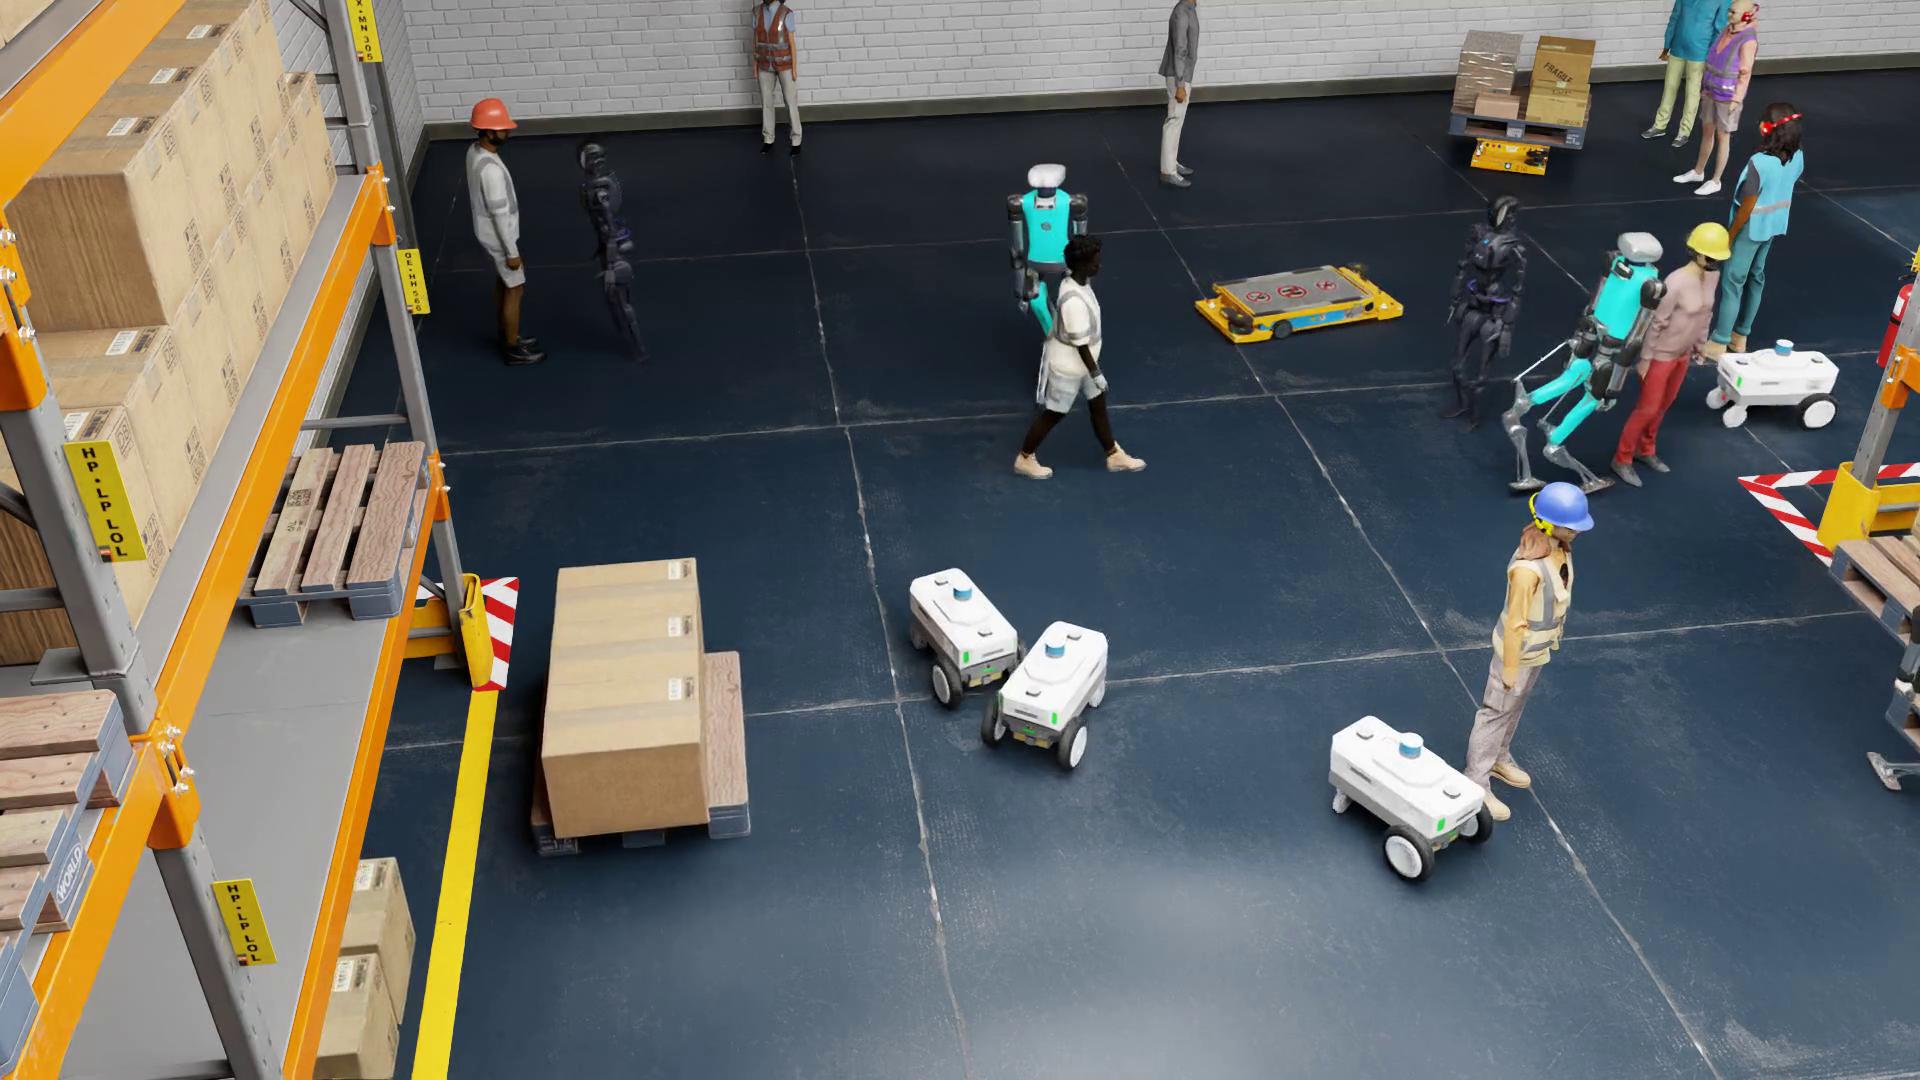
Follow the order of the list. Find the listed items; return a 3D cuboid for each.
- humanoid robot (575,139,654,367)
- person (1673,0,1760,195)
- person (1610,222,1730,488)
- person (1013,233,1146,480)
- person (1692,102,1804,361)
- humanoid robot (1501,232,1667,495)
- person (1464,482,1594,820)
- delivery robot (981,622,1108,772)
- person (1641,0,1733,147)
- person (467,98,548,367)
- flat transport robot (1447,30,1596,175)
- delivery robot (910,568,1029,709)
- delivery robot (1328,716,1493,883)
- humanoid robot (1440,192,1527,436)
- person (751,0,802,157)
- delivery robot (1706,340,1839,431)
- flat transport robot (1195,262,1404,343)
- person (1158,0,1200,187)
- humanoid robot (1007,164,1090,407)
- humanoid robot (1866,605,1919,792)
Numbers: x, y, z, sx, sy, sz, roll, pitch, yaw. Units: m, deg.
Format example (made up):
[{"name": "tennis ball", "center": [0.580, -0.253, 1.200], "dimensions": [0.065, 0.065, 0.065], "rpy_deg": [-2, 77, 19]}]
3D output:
[{"name": "humanoid robot", "center": [-2.432, -2.015, 11.660], "dimensions": [0.355, 1.652, 0.601], "rpy_deg": [-10, 34, -15]}, {"name": "person", "center": [6.628, -3.852, 14.450], "dimensions": [0.348, 1.693, 0.482], "rpy_deg": [-6, 34, -8]}, {"name": "person", "center": [4.408, -1.146, 10.250], "dimensions": [0.533, 1.756, 0.357], "rpy_deg": [-22, 39, -30]}, {"name": "person", "center": [0.733, -1.102, 10.273], "dimensions": [0.843, 1.650, 0.540], "rpy_deg": [5, 34, 8]}, {"name": "person", "center": [5.564, -2.150, 11.683], "dimensions": [0.522, 1.871, 0.391], "rpy_deg": [-18, 37, -26]}, {"name": "humanoid robot", "center": [3.673, -0.988, 10.023], "dimensions": [0.895, 1.752, 0.546], "rpy_deg": [-8, 34, -12]}, {"name": "person", "center": [2.634, 0.498, 7.707], "dimensions": [0.311, 1.777, 0.484], "rpy_deg": [22, 39, 30]}, {"name": "delivery robot", "center": [0.467, 0.761, 8.429], "dimensions": [0.499, 0.599, 0.797], "rpy_deg": [15, 36, 22]}, {"name": "person", "center": [6.797, -4.571, 15.494], "dimensions": [0.319, 1.755, 0.562], "rpy_deg": [-22, 39, -30]}, {"name": "person", "center": [-3.180, -2.135, 11.613], "dimensions": [0.387, 1.922, 0.549], "rpy_deg": [-15, 36, -21]}, {"name": "flat transport robot", "center": [5.227, -3.789, 15.658], "dimensions": [0.659, 0.231, 1.431], "rpy_deg": [12, 35, 17]}, {"name": "delivery robot", "center": [0.019, 0.481, 8.841], "dimensions": [0.499, 0.582, 0.773], "rpy_deg": [-15, 36, -22]}, {"name": "delivery robot", "center": [2.091, 1.166, 7.788], "dimensions": [0.509, 0.578, 0.749], "rpy_deg": [-23, 39, -31]}, {"name": "humanoid robot", "center": [3.393, -1.474, 10.819], "dimensions": [0.397, 1.647, 0.588], "rpy_deg": [-18, 37, -25]}, {"name": "person", "center": [-1.690, -4.351, 15.229], "dimensions": [0.431, 1.681, 0.317], "rpy_deg": [10, 34, 14]}, {"name": "delivery robot", "center": [5.502, -1.060, 11.220], "dimensions": [0.802, 0.600, 0.499], "rpy_deg": [-2, 33, -2]}, {"name": "flat transport robot", "center": [2.572, -1.799, 12.609], "dimensions": [1.431, 0.231, 0.659], "rpy_deg": [-11, 35, -17]}, {"name": "person", "center": [1.927, -4.075, 14.609], "dimensions": [0.376, 1.896, 0.546], "rpy_deg": [6, 34, 9]}, {"name": "humanoid robot", "center": [0.619, -1.745, 11.178], "dimensions": [0.562, 1.735, 1.004], "rpy_deg": [5, 34, 8]}, {"name": "humanoid robot", "center": [4.596, 0.702, 7.474], "dimensions": [0.535, 1.770, 1.022], "rpy_deg": [-4, 33, -6]}]
